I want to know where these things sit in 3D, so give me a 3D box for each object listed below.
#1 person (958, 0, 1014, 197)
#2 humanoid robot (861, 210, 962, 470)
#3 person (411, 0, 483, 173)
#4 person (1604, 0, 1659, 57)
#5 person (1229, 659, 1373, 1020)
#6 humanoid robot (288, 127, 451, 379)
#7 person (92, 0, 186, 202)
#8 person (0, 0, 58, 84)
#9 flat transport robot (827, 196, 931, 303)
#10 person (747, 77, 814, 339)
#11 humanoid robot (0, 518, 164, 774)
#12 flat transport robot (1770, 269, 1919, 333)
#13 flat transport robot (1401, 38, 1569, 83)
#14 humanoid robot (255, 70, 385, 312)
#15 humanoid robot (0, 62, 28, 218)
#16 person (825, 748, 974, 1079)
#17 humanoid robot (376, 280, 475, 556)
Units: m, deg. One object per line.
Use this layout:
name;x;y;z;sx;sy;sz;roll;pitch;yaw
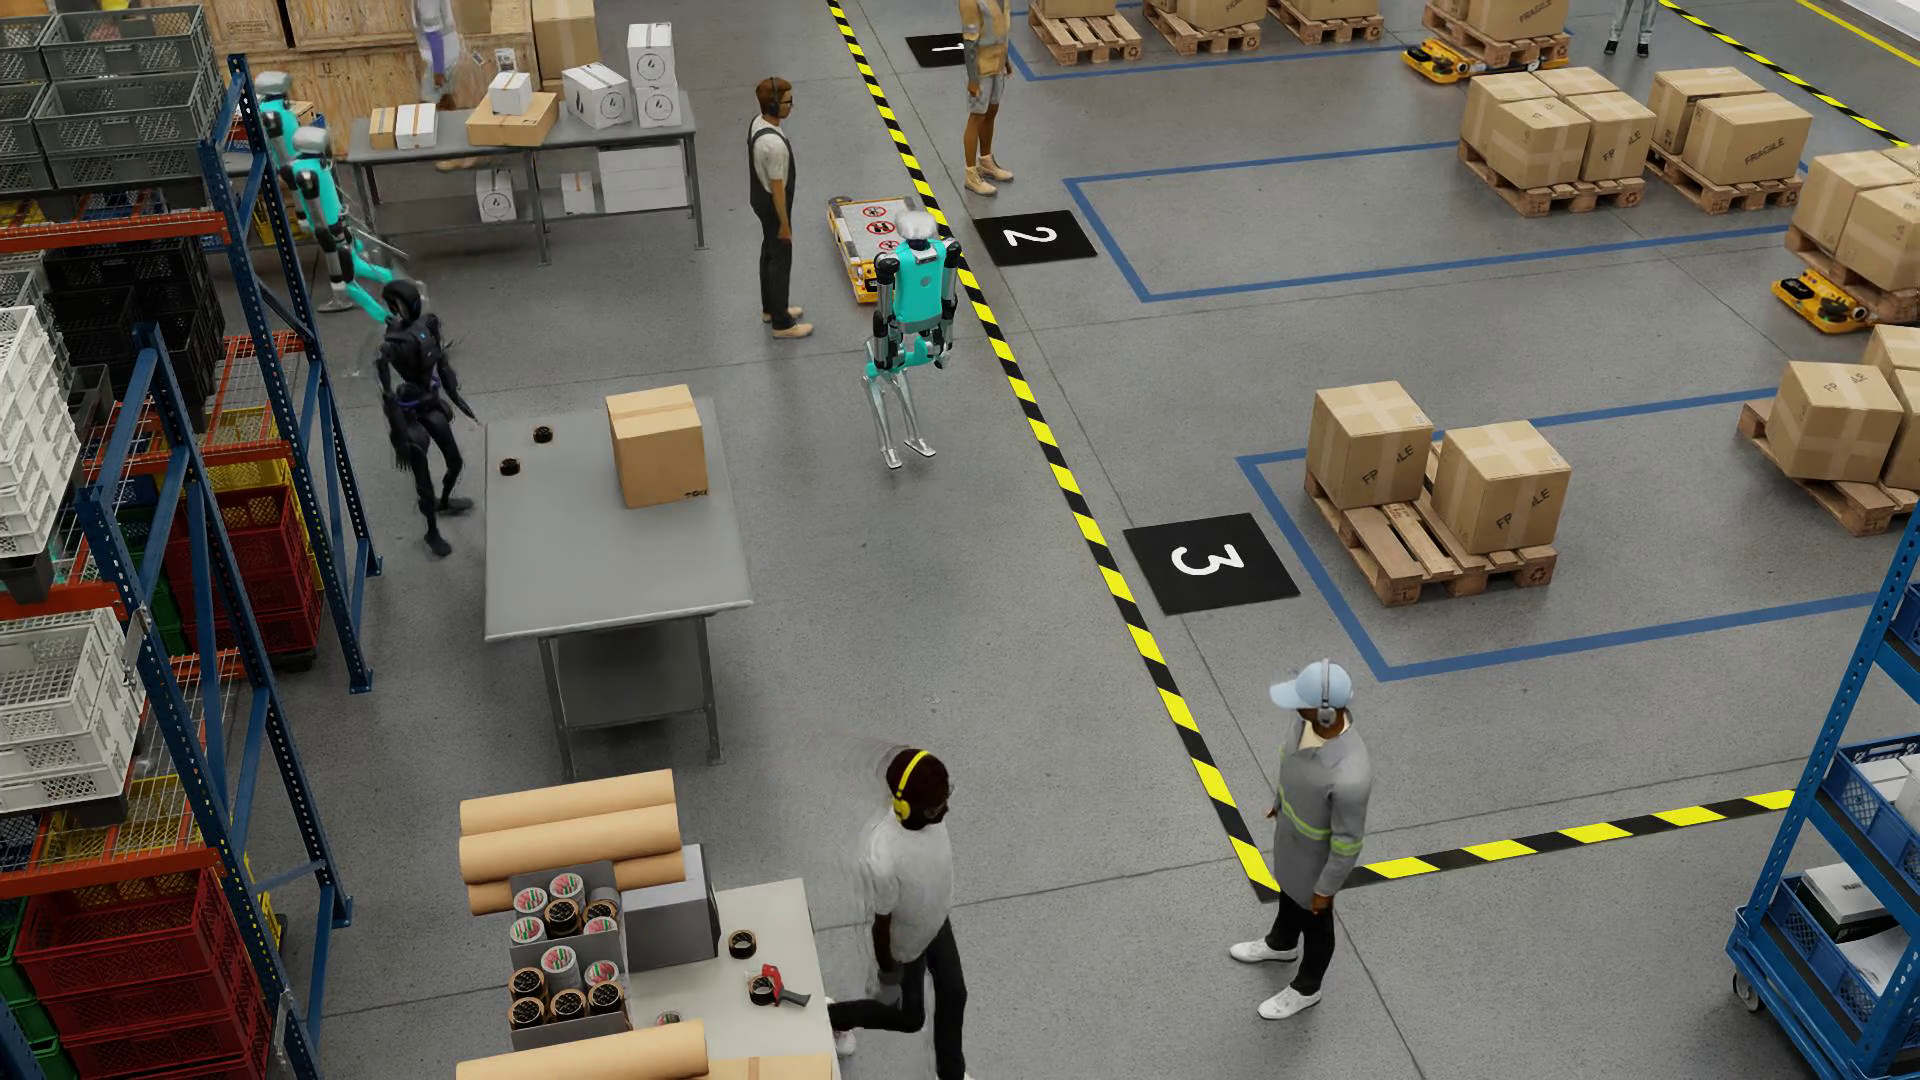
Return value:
person;0.233;-3.746;13.102;0.371;2.046;0.604;19;41;23
humanoid robot;-0.361;-1.249;9.890;0.533;1.677;0.735;-19;41;-23
person;-4.196;-3.886;13.305;0.455;2.023;0.616;-8;37;-11
person;6.466;-5.449;15.566;0.601;1.830;0.404;10;38;13
person;1.362;1.194;6.627;0.406;1.847;0.589;-6;37;-8
humanoid robot;-3.814;-1.853;10.860;1.004;1.778;0.539;-8;37;-11
person;-6.362;-3.499;13.017;0.547;1.749;0.367;-25;43;-29
person;-7.952;-4.444;14.133;0.542;1.934;0.365;-18;40;-23
flat transport robot;-0.570;-2.220;12.538;0.659;0.231;1.431;-8;37;-10
person;-1.230;-2.230;11.239;0.348;1.838;0.498;-11;38;-14
humanoid robot;-4.371;0.452;7.732;1.017;1.743;0.564;8;37;11
flat transport robot;6.671;-1.799;11.949;1.431;0.197;0.652;-8;37;-10
flat transport robot;4.973;-4.607;15.723;1.431;0.197;0.652;-12;38;-15
humanoid robot;-4.278;-2.357;11.556;0.824;1.862;0.552;-8;37;-10
humanoid robot;-7.430;-3.290;12.846;0.616;1.631;0.749;-5;37;-6
person;-0.211;1.462;6.273;0.747;1.844;0.510;18;40;23
humanoid robot;-3.032;-0.715;9.332;0.391;1.646;0.602;12;38;16
